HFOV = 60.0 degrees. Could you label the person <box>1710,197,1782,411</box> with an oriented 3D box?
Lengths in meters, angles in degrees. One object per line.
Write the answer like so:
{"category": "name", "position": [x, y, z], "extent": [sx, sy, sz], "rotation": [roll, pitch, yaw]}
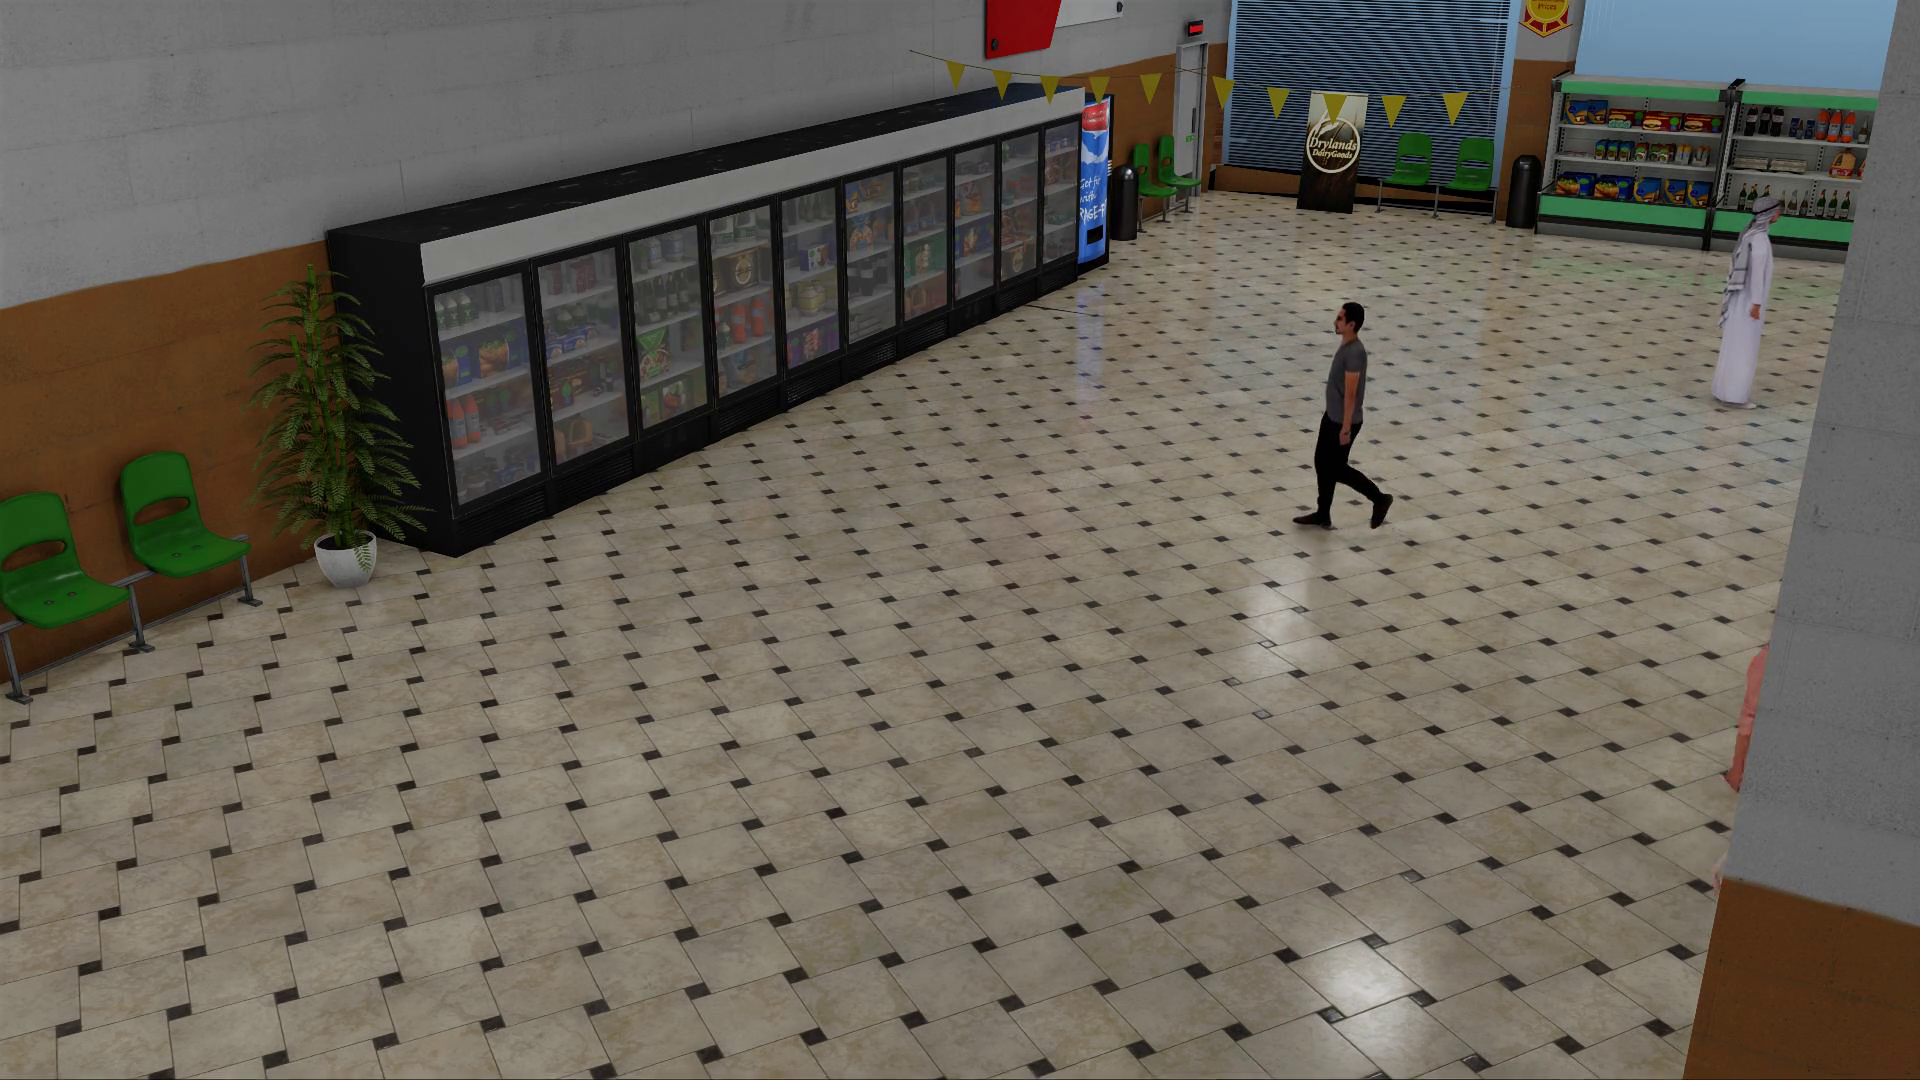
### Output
{"category": "person", "position": [7.236, -2.194, 15.294], "extent": [0.756, 1.926, 0.782], "rotation": [5, 22, 12]}

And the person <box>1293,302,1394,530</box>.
{"category": "person", "position": [2.899, -0.879, 12.278], "extent": [1.046, 1.735, 0.886], "rotation": [1, 22, 3]}
